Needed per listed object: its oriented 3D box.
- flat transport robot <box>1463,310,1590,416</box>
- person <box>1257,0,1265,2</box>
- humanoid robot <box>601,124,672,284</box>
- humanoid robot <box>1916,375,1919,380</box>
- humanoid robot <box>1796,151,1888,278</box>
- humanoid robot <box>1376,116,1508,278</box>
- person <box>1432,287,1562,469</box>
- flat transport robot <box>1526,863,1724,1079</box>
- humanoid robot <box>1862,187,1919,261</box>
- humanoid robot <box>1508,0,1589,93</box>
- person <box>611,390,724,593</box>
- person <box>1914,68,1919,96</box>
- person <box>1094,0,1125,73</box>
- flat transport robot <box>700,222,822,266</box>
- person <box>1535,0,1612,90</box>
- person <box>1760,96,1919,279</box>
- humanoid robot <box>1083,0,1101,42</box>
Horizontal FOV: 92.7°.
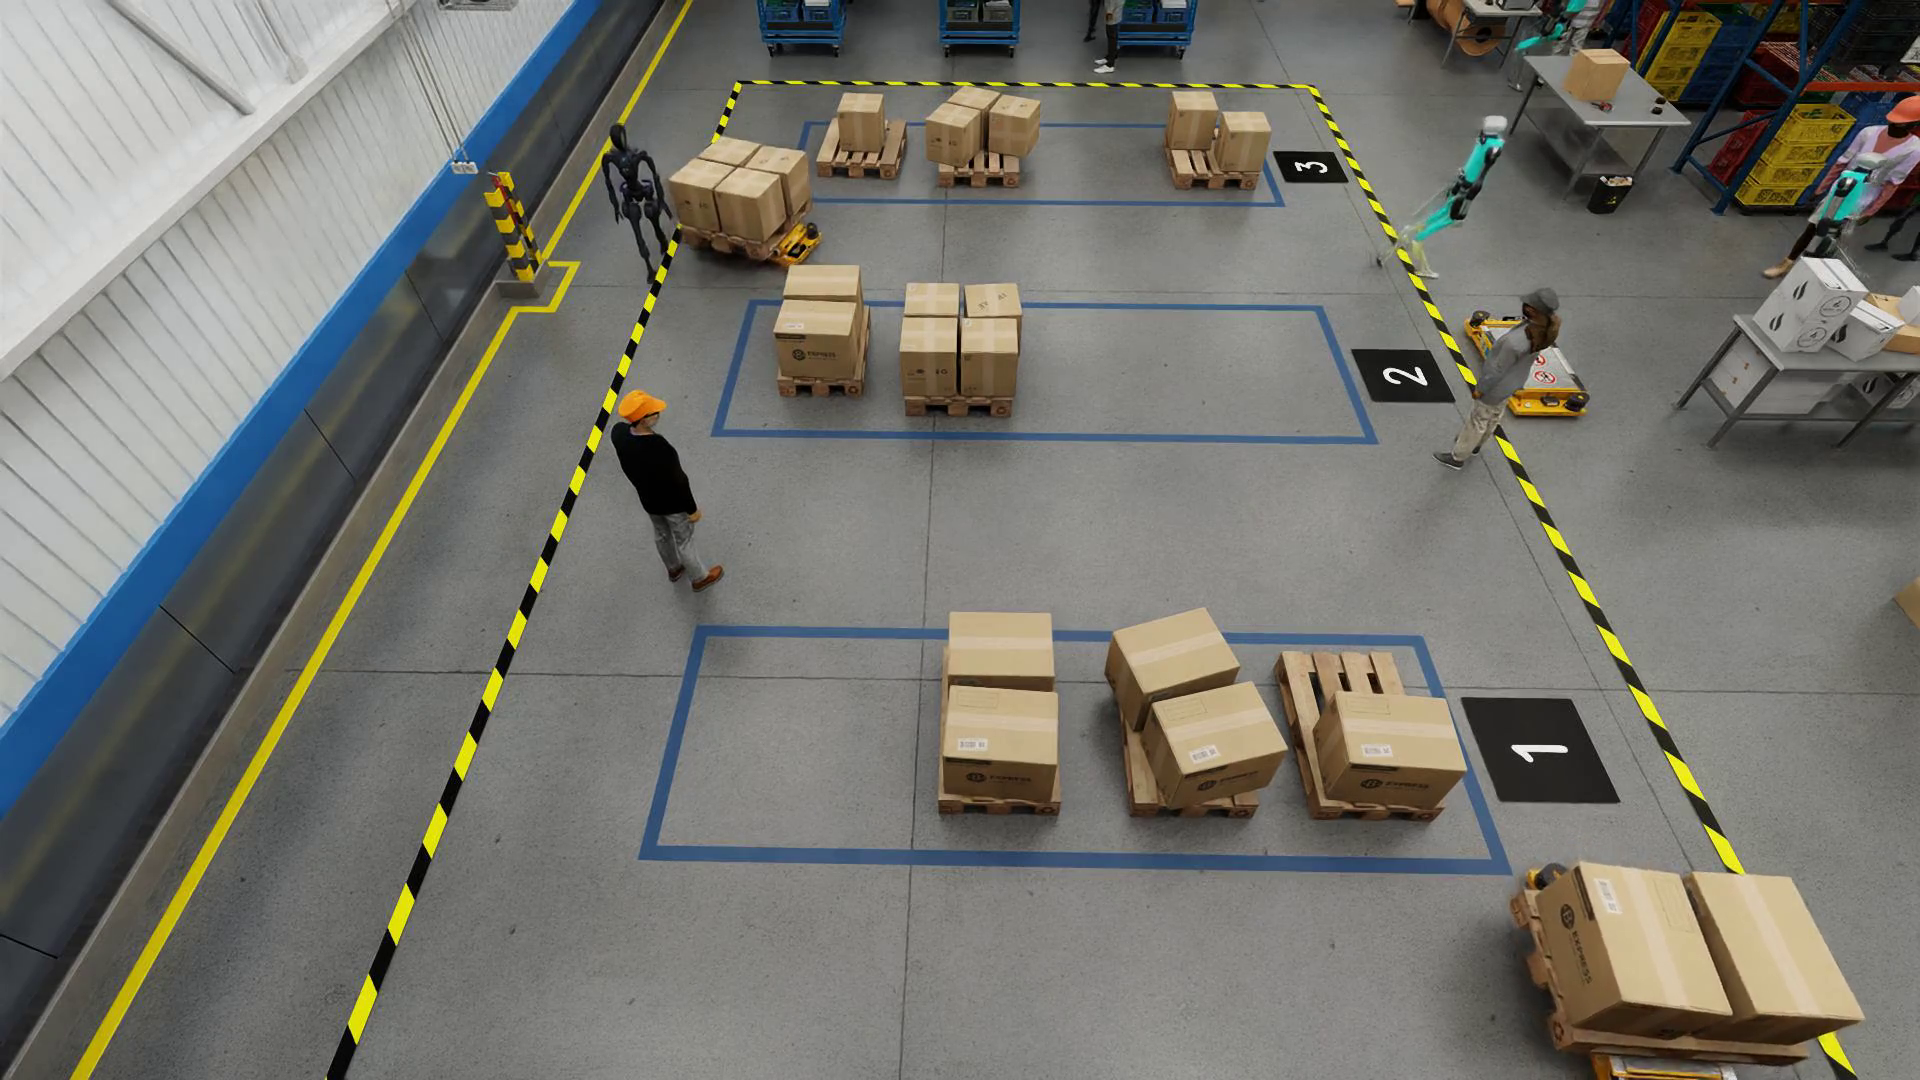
[{"bbox_3d":[5.573,-1.757,9.054,0.659,0.231,1.431,1,49,1],"label":"flat transport robot"},{"bbox_3d":[5.054,-9.927,15.022,0.634,1.936,0.351,20,52,17],"label":"person"},{"bbox_3d":[-3.415,-3.644,9.791,0.604,1.654,0.743,-6,49,-5],"label":"humanoid robot"},{"bbox_3d":[9.713,-2.077,8.393,1.047,1.756,0.551,3,49,3],"label":"humanoid robot"},{"bbox_3d":[8.611,-2.787,9.005,0.570,1.811,0.824,-30,55,-23],"label":"humanoid robot"},{"bbox_3d":[4.991,-3.546,9.681,0.854,1.852,0.549,10,50,8],"label":"humanoid robot"},{"bbox_3d":[4.549,-1.330,7.691,0.570,1.768,0.399,-30,55,-23],"label":"person"},{"bbox_3d":[3.859,2.606,5.259,0.652,0.197,1.431,3,49,2],"label":"flat transport robot"},{"bbox_3d":[10.647,-3.766,9.874,0.544,1.636,0.609,4,49,4],"label":"humanoid robot"},{"bbox_3d":[8.195,-7.216,12.810,0.567,1.762,0.855,-21,52,-17],"label":"humanoid robot"},{"bbox_3d":[-2.165,-0.332,6.755,0.587,1.880,0.386,25,54,20],"label":"person"},{"bbox_3d":[13.066,-6.452,12.093,0.645,1.819,0.451,17,51,14],"label":"person"},{"bbox_3d":[2.188,-7.725,13.172,0.365,1.852,0.589,7,50,6],"label":"person"},{"bbox_3d":[-2.389,-3.533,10.573,1.431,0.197,0.652,16,51,13],"label":"flat transport robot"},{"bbox_3d":[8.609,-7.246,12.770,0.598,1.830,0.404,12,50,10],"label":"person"},{"bbox_3d":[9.121,-3.520,9.420,0.424,2.033,0.609,-18,52,-15],"label":"person"},{"bbox_3d":[2.129,-8.600,14.047,0.555,1.643,0.610,-36,58,-27],"label":"humanoid robot"}]
